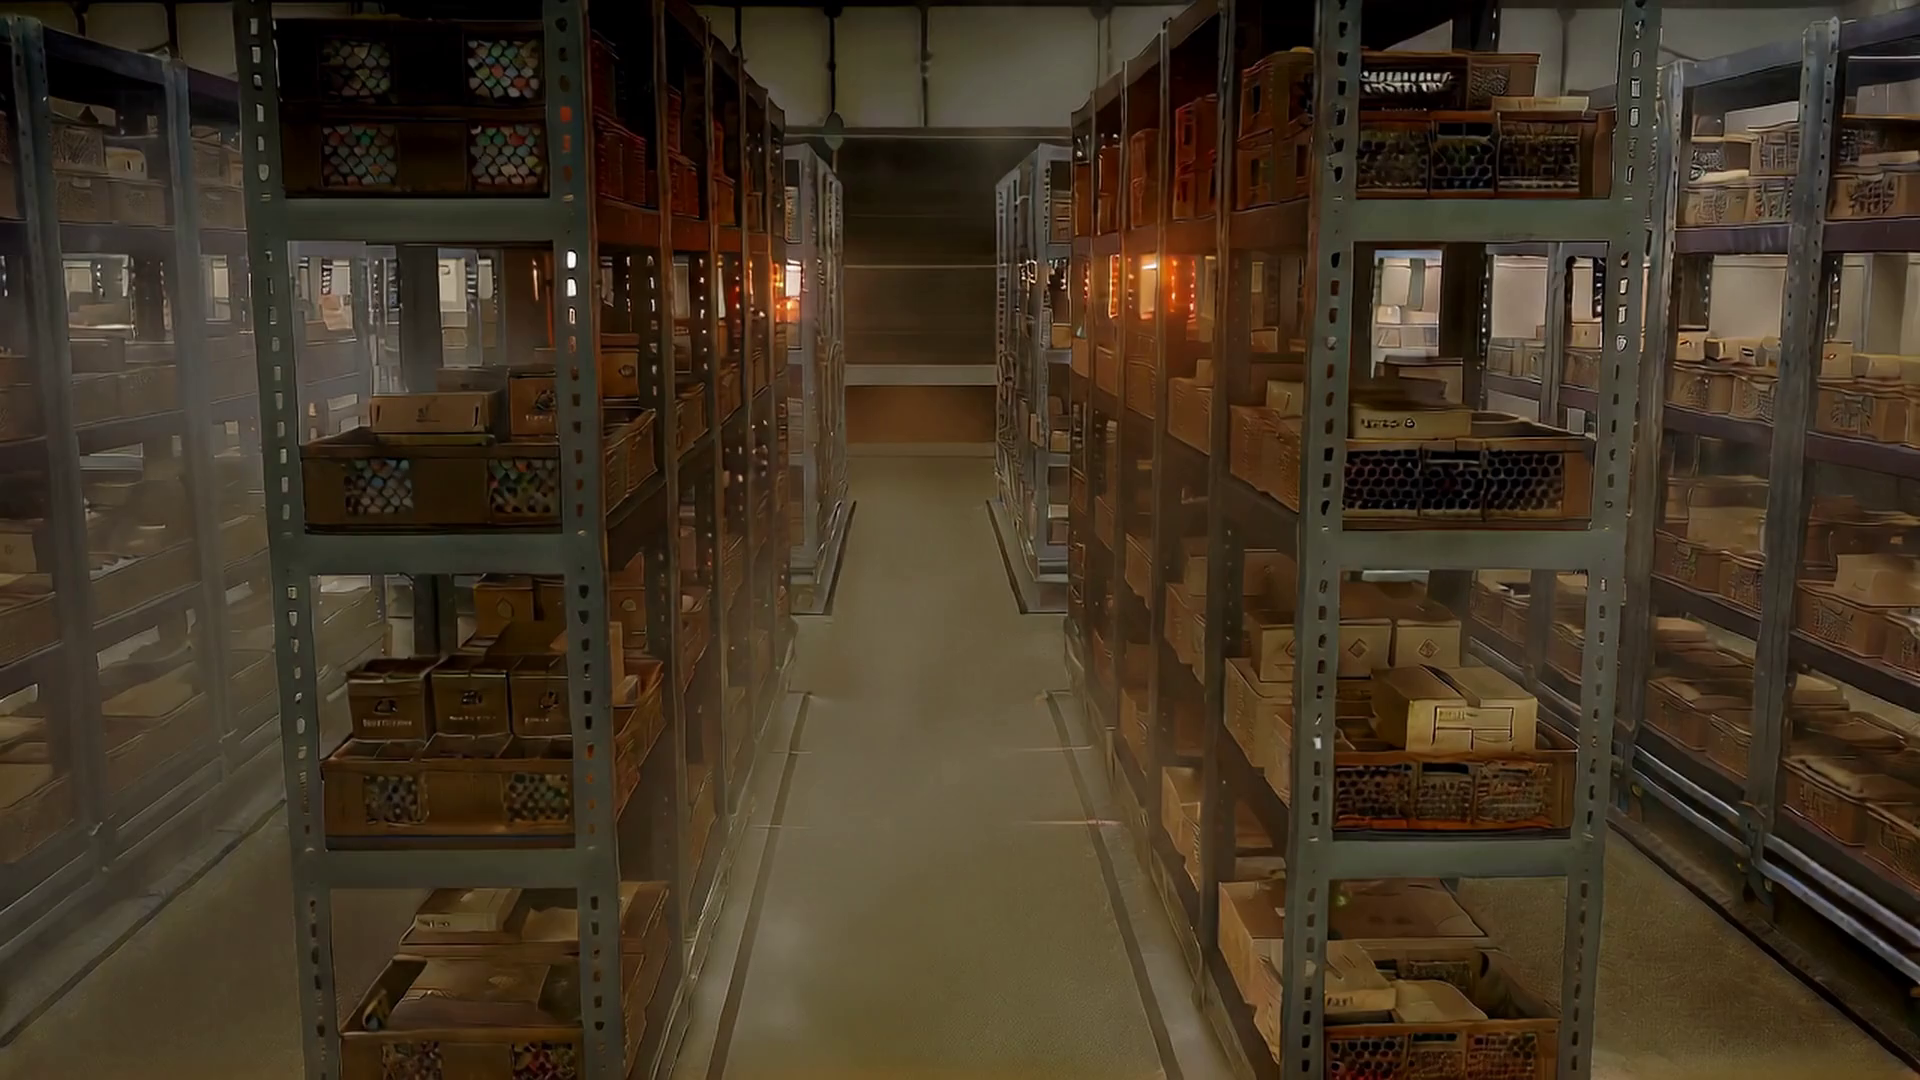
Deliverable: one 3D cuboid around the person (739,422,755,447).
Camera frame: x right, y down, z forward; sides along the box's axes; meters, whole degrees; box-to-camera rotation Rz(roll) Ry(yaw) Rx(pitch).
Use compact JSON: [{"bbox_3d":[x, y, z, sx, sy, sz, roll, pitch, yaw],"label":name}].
[{"bbox_3d":[-1.536,-0.144,11.354,0.959,1.935,0.633,2,10,14],"label":"person"}]
